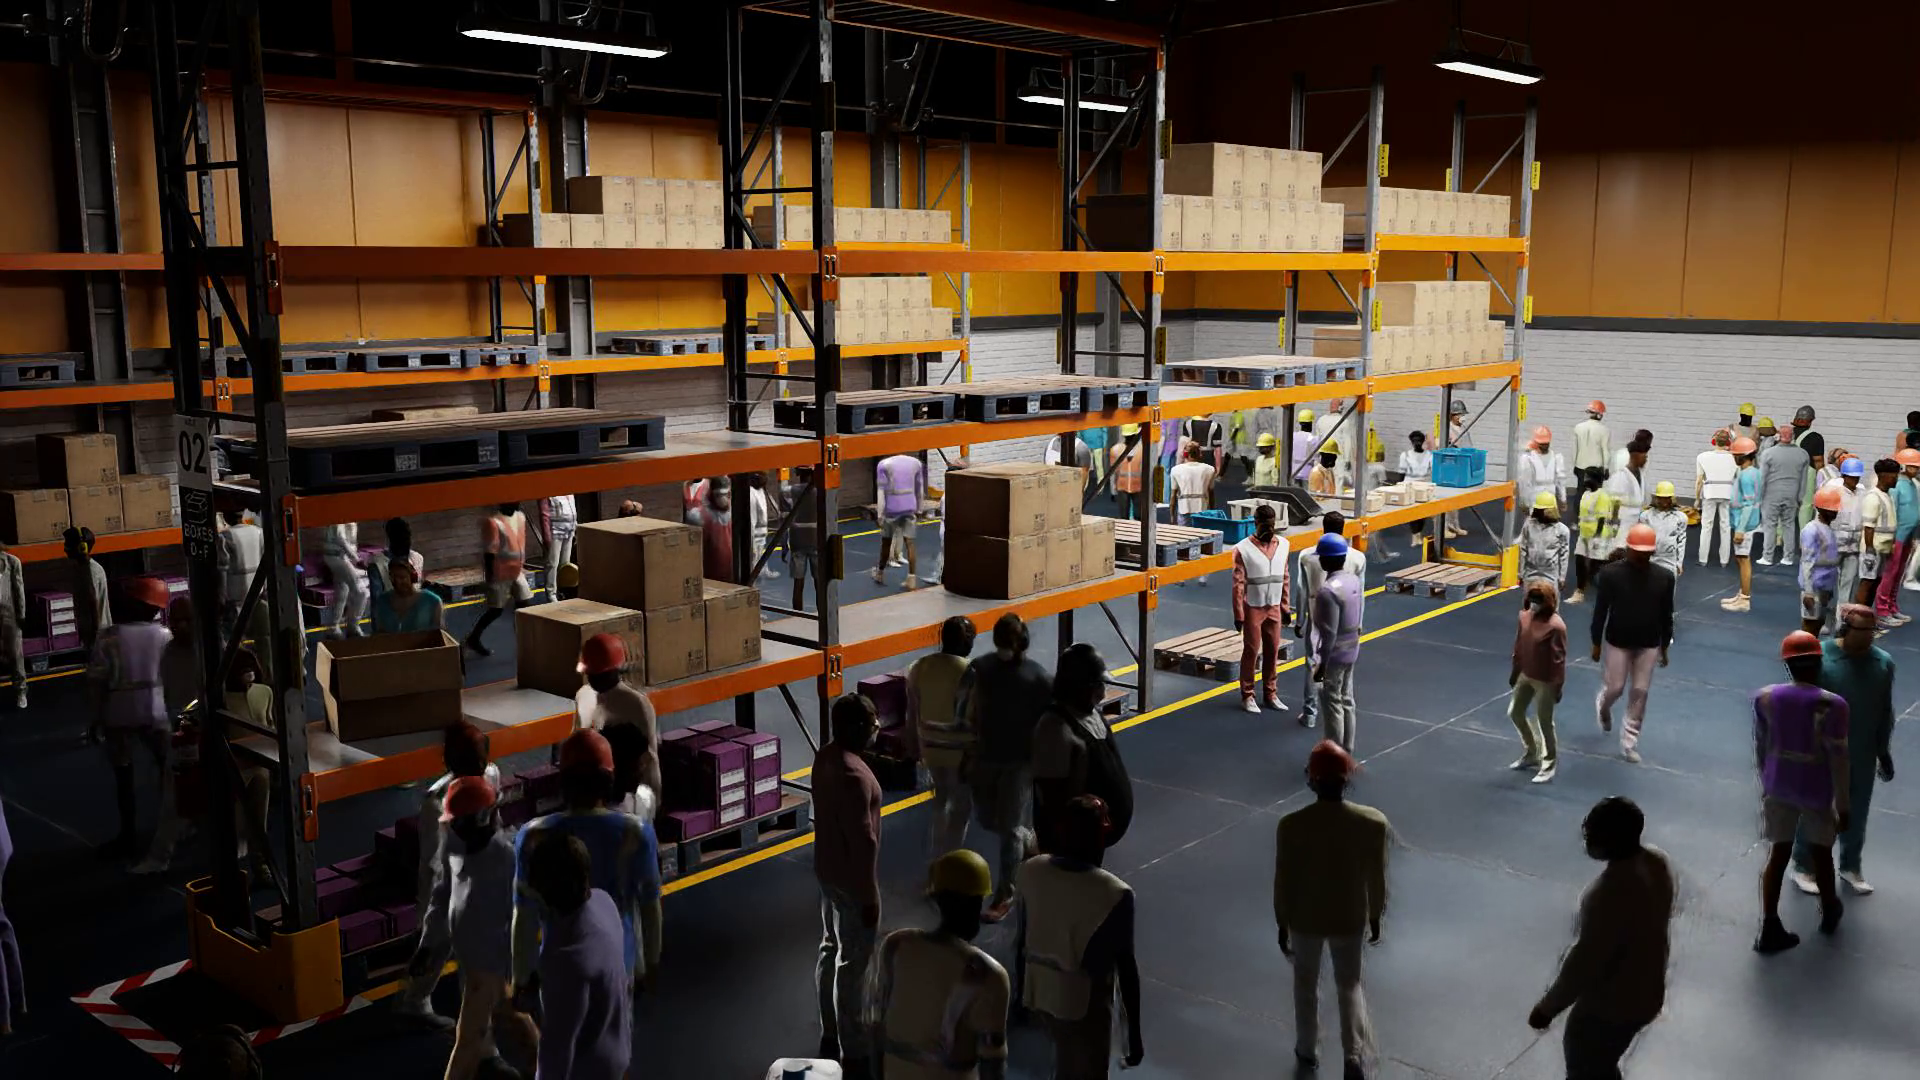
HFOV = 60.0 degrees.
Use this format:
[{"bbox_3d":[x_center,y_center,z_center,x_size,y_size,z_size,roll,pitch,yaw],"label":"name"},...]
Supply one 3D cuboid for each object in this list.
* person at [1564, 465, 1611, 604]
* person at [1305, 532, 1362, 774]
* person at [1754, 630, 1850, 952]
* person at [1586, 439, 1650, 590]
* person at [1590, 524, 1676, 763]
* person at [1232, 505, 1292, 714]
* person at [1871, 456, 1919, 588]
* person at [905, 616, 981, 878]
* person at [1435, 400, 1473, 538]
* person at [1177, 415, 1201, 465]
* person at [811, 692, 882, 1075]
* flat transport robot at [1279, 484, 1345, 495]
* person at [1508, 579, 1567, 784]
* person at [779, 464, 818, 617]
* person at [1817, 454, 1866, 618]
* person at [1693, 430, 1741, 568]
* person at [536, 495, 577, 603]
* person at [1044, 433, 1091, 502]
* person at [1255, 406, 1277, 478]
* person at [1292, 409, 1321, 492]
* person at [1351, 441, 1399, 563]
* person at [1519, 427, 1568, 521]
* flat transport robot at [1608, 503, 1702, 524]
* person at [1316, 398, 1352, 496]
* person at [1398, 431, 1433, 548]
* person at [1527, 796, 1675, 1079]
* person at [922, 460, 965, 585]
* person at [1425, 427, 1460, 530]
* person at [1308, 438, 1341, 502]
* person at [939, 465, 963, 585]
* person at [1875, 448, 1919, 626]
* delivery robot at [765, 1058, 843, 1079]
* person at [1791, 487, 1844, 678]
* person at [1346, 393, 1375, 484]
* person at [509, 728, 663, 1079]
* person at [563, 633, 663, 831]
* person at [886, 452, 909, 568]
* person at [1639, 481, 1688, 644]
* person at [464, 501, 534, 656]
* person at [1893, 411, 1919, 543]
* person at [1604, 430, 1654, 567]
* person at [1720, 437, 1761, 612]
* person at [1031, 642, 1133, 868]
[{"bbox_3d":[7.532,-0.055,19.775,0.616,1.659,0.544,-2,10,-12],"label":"person"},{"bbox_3d":[2.956,0.902,13.180,0.409,1.943,0.615,6,11,33],"label":"person"},{"bbox_3d":[5.075,1.483,9.939,0.908,1.868,0.627,-8,13,-41],"label":"person"},{"bbox_3d":[8.026,-0.263,20.135,0.630,1.944,0.684,-9,13,-44],"label":"person"},{"bbox_3d":[5.498,0.812,13.663,0.616,1.970,0.635,1,10,8],"label":"person"},{"bbox_3d":[2.712,0.619,15.005,0.593,1.907,0.415,-5,11,-26],"label":"person"},{"bbox_3d":[11.634,-0.244,20.758,0.572,1.691,0.948,4,10,25],"label":"person"},{"bbox_3d":[-0.003,1.376,10.726,0.640,1.820,0.566,6,11,34],"label":"person"},{"bbox_3d":[7.336,-1.053,24.572,0.539,2.000,0.689,9,13,43],"label":"person"},{"bbox_3d":[3.554,-1.043,25.377,0.549,1.756,0.381,-4,10,-22],"label":"person"},{"bbox_3d":[-0.549,1.712,8.374,0.373,1.938,0.630,-4,10,-22],"label":"person"},{"bbox_3d":[6.037,-0.827,28.497,1.431,0.197,0.652,-2,10,-14],"label":"flat transport robot"},{"bbox_3d":[4.522,1.093,12.996,0.355,1.620,0.527,-4,10,-23],"label":"person"},{"bbox_3d":[-1.638,0.060,17.917,0.605,2.045,0.377,0,10,2],"label":"person"},{"bbox_3d":[10.092,-0.046,19.032,0.350,1.882,0.583,-5,11,-26],"label":"person"},{"bbox_3d":[10.063,-0.537,22.086,0.591,1.841,0.386,3,10,17],"label":"person"},{"bbox_3d":[-4.671,-0.085,19.405,0.403,1.835,0.588,4,10,21],"label":"person"},{"bbox_3d":[1.378,-0.692,22.414,0.684,2.000,0.538,6,11,31],"label":"person"},{"bbox_3d":[5.520,-1.777,29.838,0.522,1.719,0.534,9,13,44],"label":"person"},{"bbox_3d":[5.007,-0.936,24.203,0.355,1.930,0.587,-9,13,-43],"label":"person"},{"bbox_3d":[5.522,-0.473,22.153,0.915,1.694,0.502,-3,10,-18],"label":"person"},{"bbox_3d":[7.739,-0.550,22.037,0.551,1.873,1.011,0,10,-3],"label":"person"},{"bbox_3d":[10.924,-0.444,26.210,1.431,0.197,0.652,7,12,35],"label":"flat transport robot"},{"bbox_3d":[5.996,-1.318,26.569,0.410,1.905,0.640,-8,13,-40],"label":"person"},{"bbox_3d":[6.546,-0.730,23.752,0.561,1.657,0.541,1,10,3],"label":"person"},{"bbox_3d":[2.749,1.959,7.063,0.737,1.895,0.465,-8,13,-41],"label":"person"},{"bbox_3d":[-0.071,-0.209,20.856,0.659,1.616,0.522,-5,11,-27],"label":"person"},{"bbox_3d":[7.301,-1.032,24.879,0.661,1.889,0.571,7,12,37],"label":"person"},{"bbox_3d":[4.463,-0.297,20.452,0.409,1.917,0.583,4,10,25],"label":"person"},{"bbox_3d":[-0.070,-0.036,19.522,0.316,1.695,0.541,3,10,17],"label":"person"},{"bbox_3d":[10.547,-0.039,18.652,0.625,1.992,0.389,-9,13,-42],"label":"person"},{"bbox_3d":[-0.726,2.534,7.303,0.477,0.478,0.707,1,10,5],"label":"delivery robot"},{"bbox_3d":[8.353,0.435,16.124,0.688,1.912,0.375,-9,13,-42],"label":"person"},{"bbox_3d":[7.238,-1.840,29.832,0.517,1.853,0.530,0,10,0],"label":"person"},{"bbox_3d":[-1.645,1.841,7.354,0.662,2.017,0.506,-3,10,-15],"label":"person"},{"bbox_3d":[-2.024,1.481,9.643,0.651,1.966,0.486,8,13,41],"label":"person"},{"bbox_3d":[-0.836,-0.459,22.226,0.307,1.636,0.525,4,10,25],"label":"person"},{"bbox_3d":[7.476,0.238,17.752,0.487,1.744,0.297,3,10,17],"label":"person"},{"bbox_3d":[-4.664,0.311,16.809,0.884,1.924,0.638,4,10,24],"label":"person"},{"bbox_3d":[13.732,-0.920,24.144,0.370,1.916,0.597,1,10,7],"label":"person"},{"bbox_3d":[8.925,-0.537,22.034,0.860,1.863,0.622,-2,10,-10],"label":"person"},{"bbox_3d":[9.094,-0.181,19.367,0.394,2.040,0.610,5,11,29],"label":"person"},{"bbox_3d":[0.673,1.548,9.040,0.536,2.000,0.673,4,10,21],"label":"person"}]
